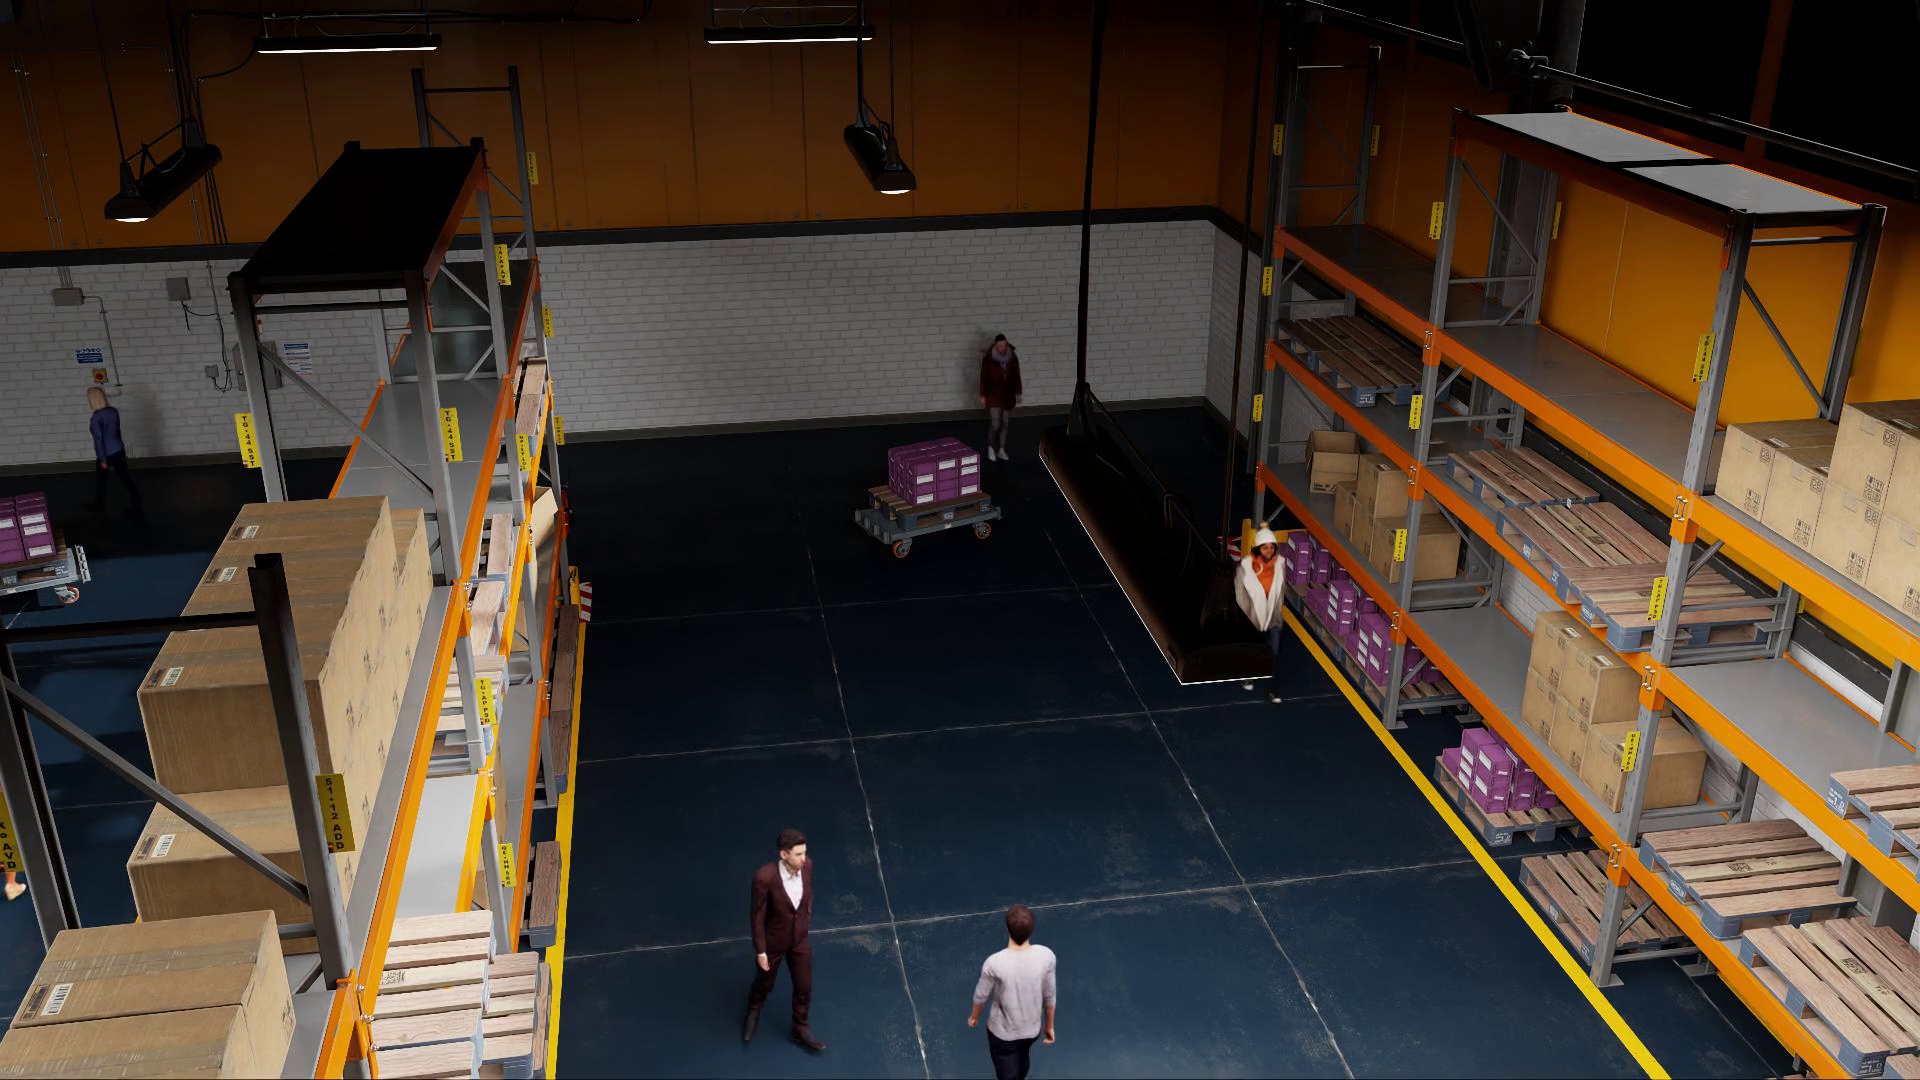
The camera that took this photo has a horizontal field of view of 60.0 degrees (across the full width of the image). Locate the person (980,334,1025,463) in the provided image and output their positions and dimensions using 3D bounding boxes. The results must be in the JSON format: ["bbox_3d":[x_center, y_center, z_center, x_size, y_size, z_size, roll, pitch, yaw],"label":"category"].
[{"bbox_3d":[0.515,-1.983,22.954,0.784,1.820,0.753,-12,26,-25],"label":"person"}]

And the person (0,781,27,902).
[{"bbox_3d":[-7.887,2.184,13.630,0.689,1.653,1.048,0,24,-1],"label":"person"}]

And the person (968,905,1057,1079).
[{"bbox_3d":[0.387,3.286,10.939,0.836,1.789,1.233,-9,25,-19],"label":"person"}]

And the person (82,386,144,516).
[{"bbox_3d":[-10.676,-1.094,21.051,0.988,1.716,1.044,6,24,13],"label":"person"}]

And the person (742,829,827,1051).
[{"bbox_3d":[-1.320,2.829,11.929,0.944,1.834,1.068,-15,28,-31],"label":"person"}]

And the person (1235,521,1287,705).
[{"bbox_3d":[3.009,0.670,16.827,0.760,1.866,0.973,-2,24,-5],"label":"person"}]
